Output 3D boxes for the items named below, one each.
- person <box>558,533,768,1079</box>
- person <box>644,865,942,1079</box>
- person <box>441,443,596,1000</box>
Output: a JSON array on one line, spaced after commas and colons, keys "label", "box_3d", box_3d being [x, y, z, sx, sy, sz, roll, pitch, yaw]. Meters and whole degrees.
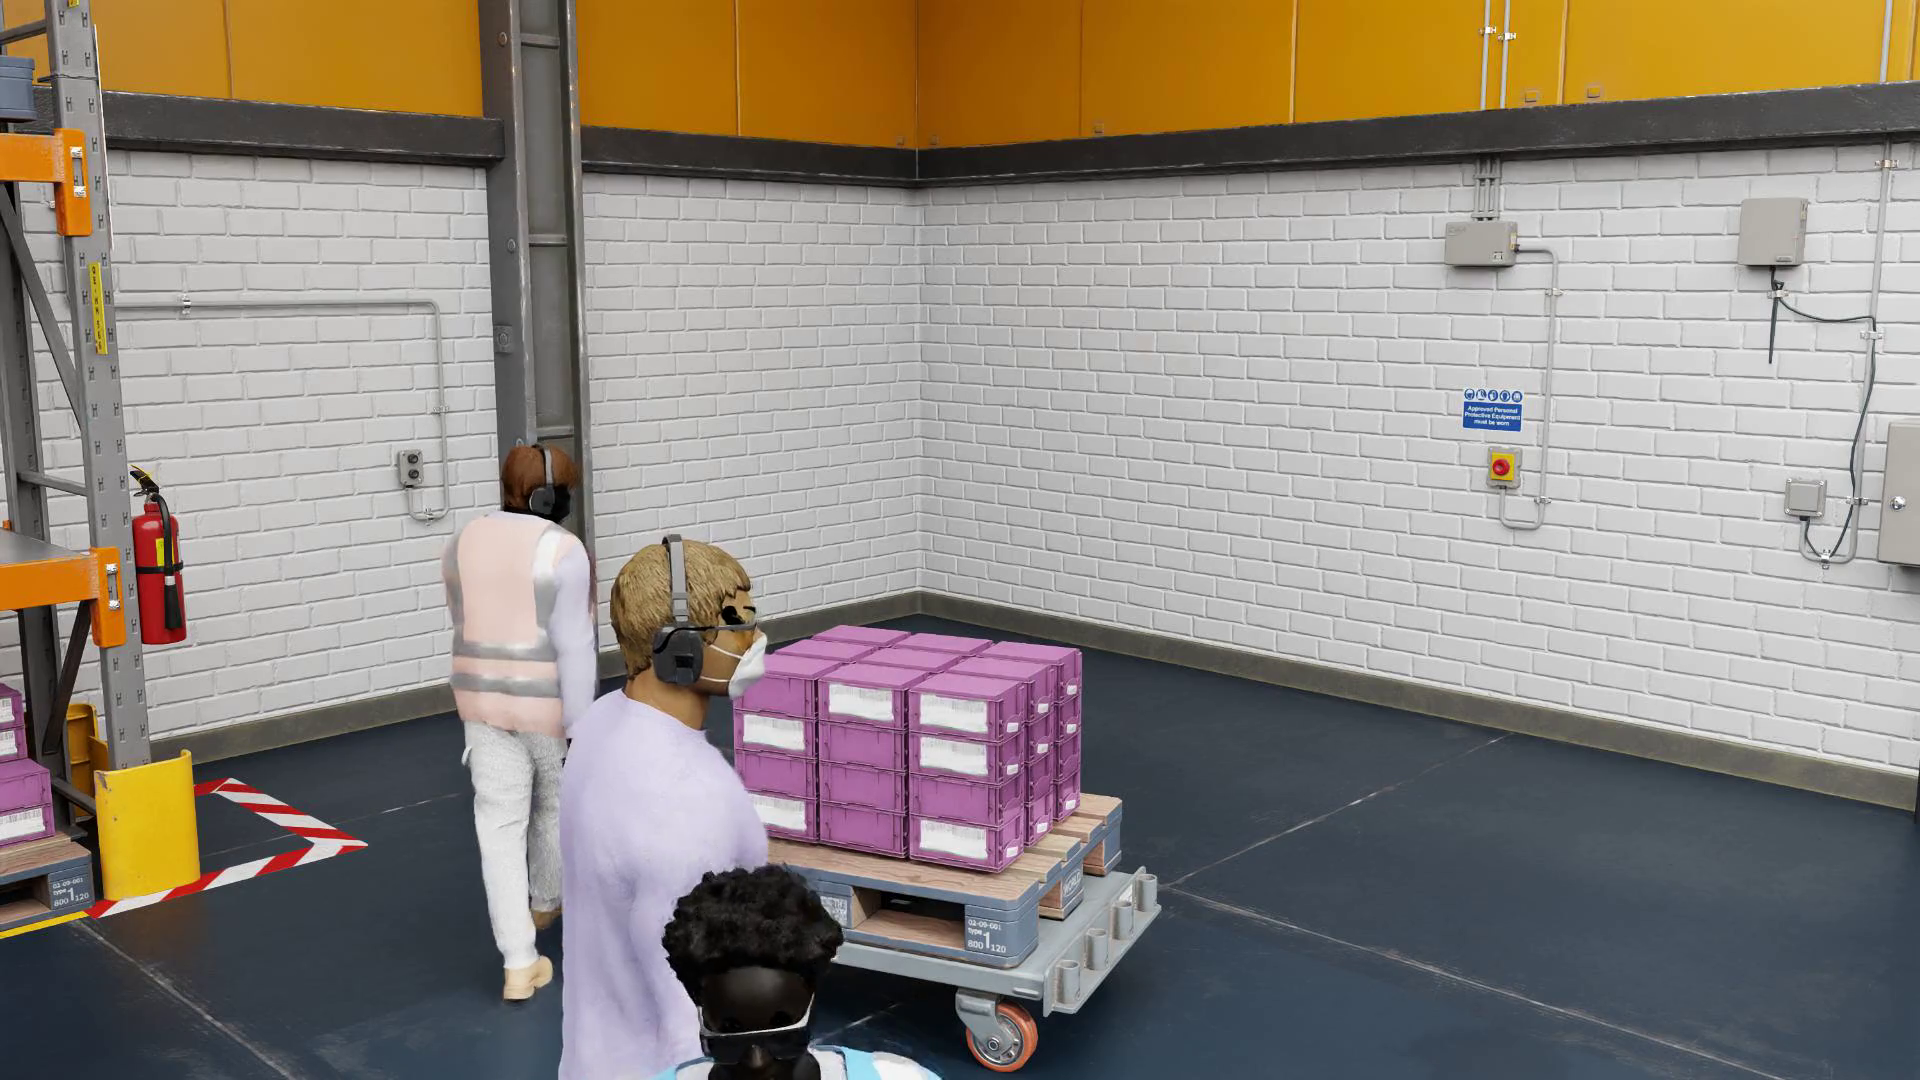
[{"label": "person", "box_3d": [-0.486, 0.948, 2.815, 0.369, 1.938, 0.630, -4, 10, -23]}, {"label": "person", "box_3d": [-0.242, 1.190, 2.224, 0.585, 1.658, 0.846, -2, 9, -9]}, {"label": "person", "box_3d": [-1.455, 0.570, 5.601, 0.599, 1.780, 0.880, 1, 9, 9]}]
